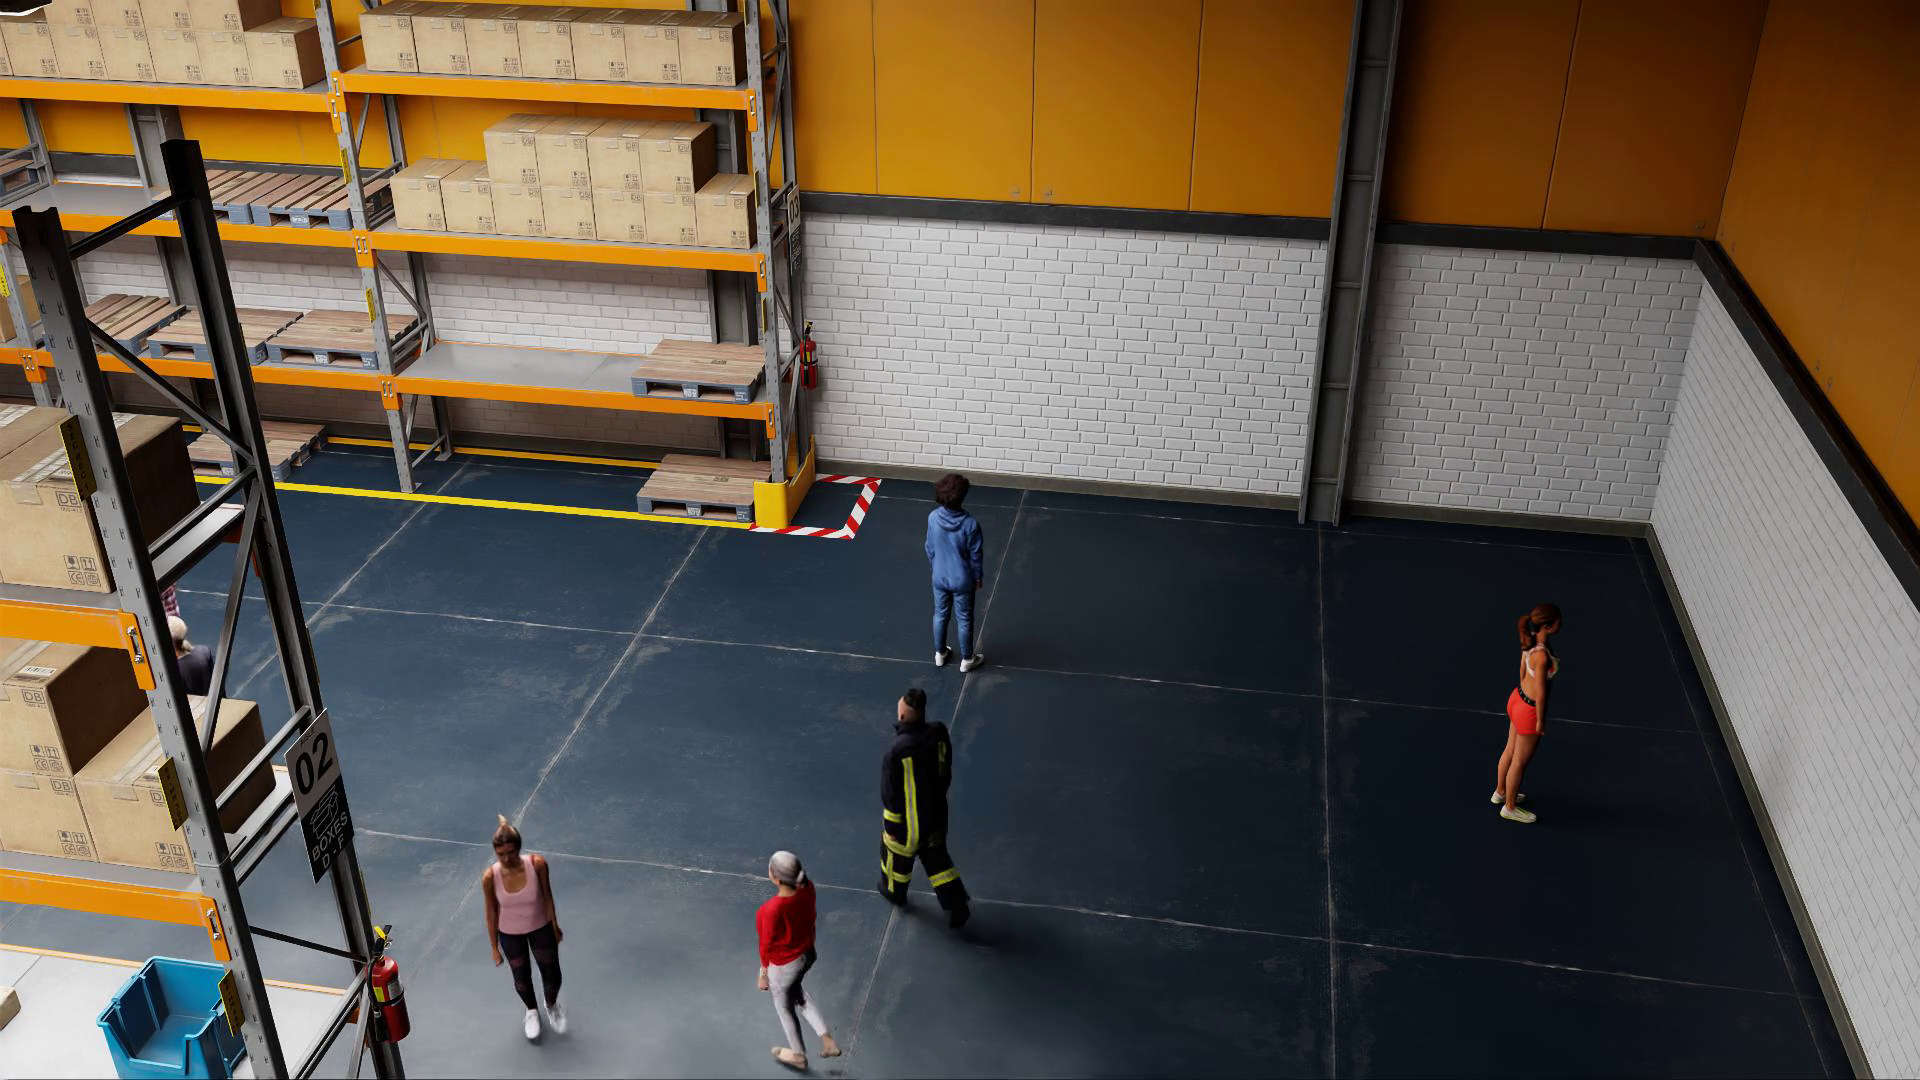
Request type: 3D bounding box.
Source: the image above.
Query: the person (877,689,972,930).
[{"bbox_3d":[-0.247,1.820,11.089,1.126,1.827,1.215,-21,35,-33],"label":"person"}]

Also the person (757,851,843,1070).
[{"bbox_3d":[-0.942,2.557,9.894,0.811,1.679,0.694,17,33,29],"label":"person"}]

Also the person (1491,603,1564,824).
[{"bbox_3d":[4.156,1.246,12.180,0.603,1.791,0.597,1,29,2],"label":"person"}]

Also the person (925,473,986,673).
[{"bbox_3d":[-0.045,0.270,13.948,0.622,1.811,0.796,13,31,23],"label":"person"}]

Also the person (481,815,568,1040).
[{"bbox_3d":[-2.696,2.361,10.297,0.658,1.637,0.751,-9,30,-15],"label":"person"}]

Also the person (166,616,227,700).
[{"bbox_3d":[-5.506,1.315,12.142,1.072,1.707,0.908,21,35,33],"label":"person"}]
